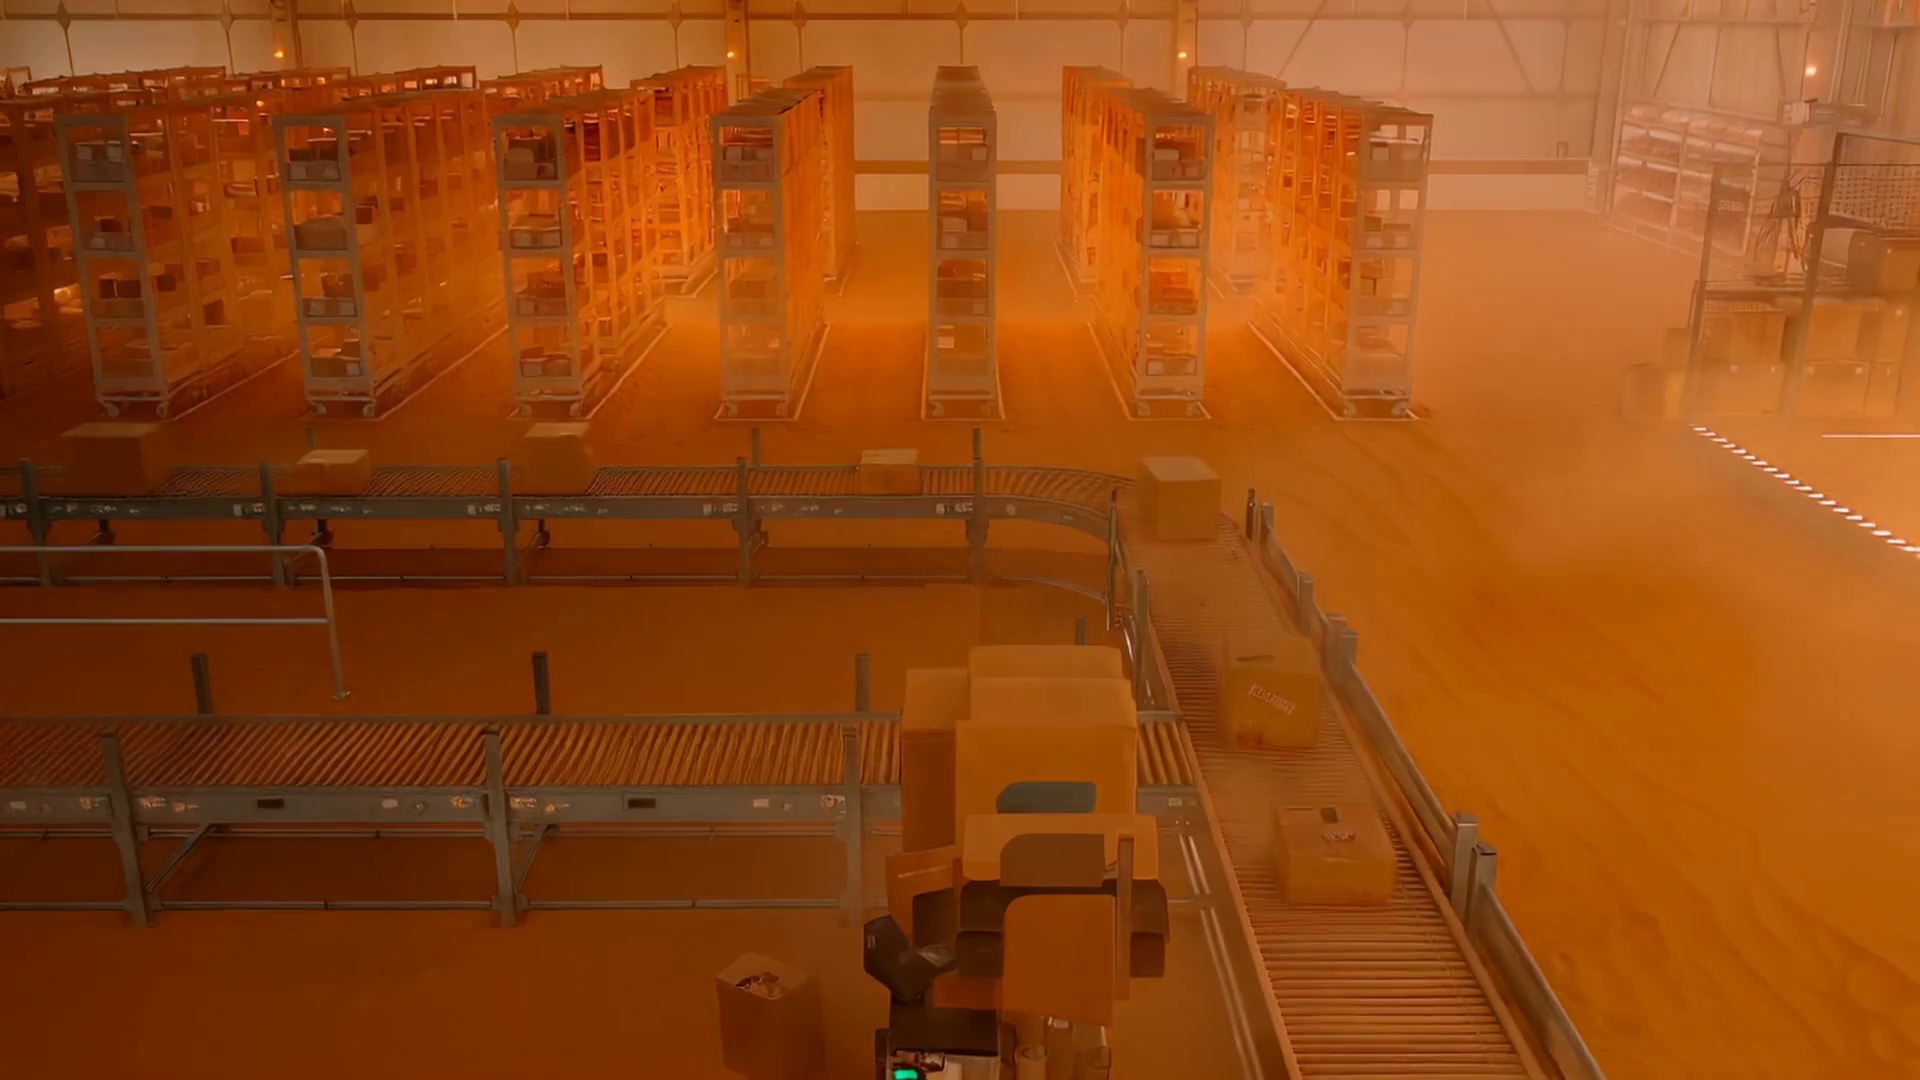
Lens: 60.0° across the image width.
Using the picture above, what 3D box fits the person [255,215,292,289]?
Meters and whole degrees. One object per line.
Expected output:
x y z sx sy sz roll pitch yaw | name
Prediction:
-10.680 -4.422 26.034 0.381 1.994 0.620 13 22 35 | person

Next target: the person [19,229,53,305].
-15.204 -4.771 27.438 0.523 1.797 0.618 1 18 2 | person
